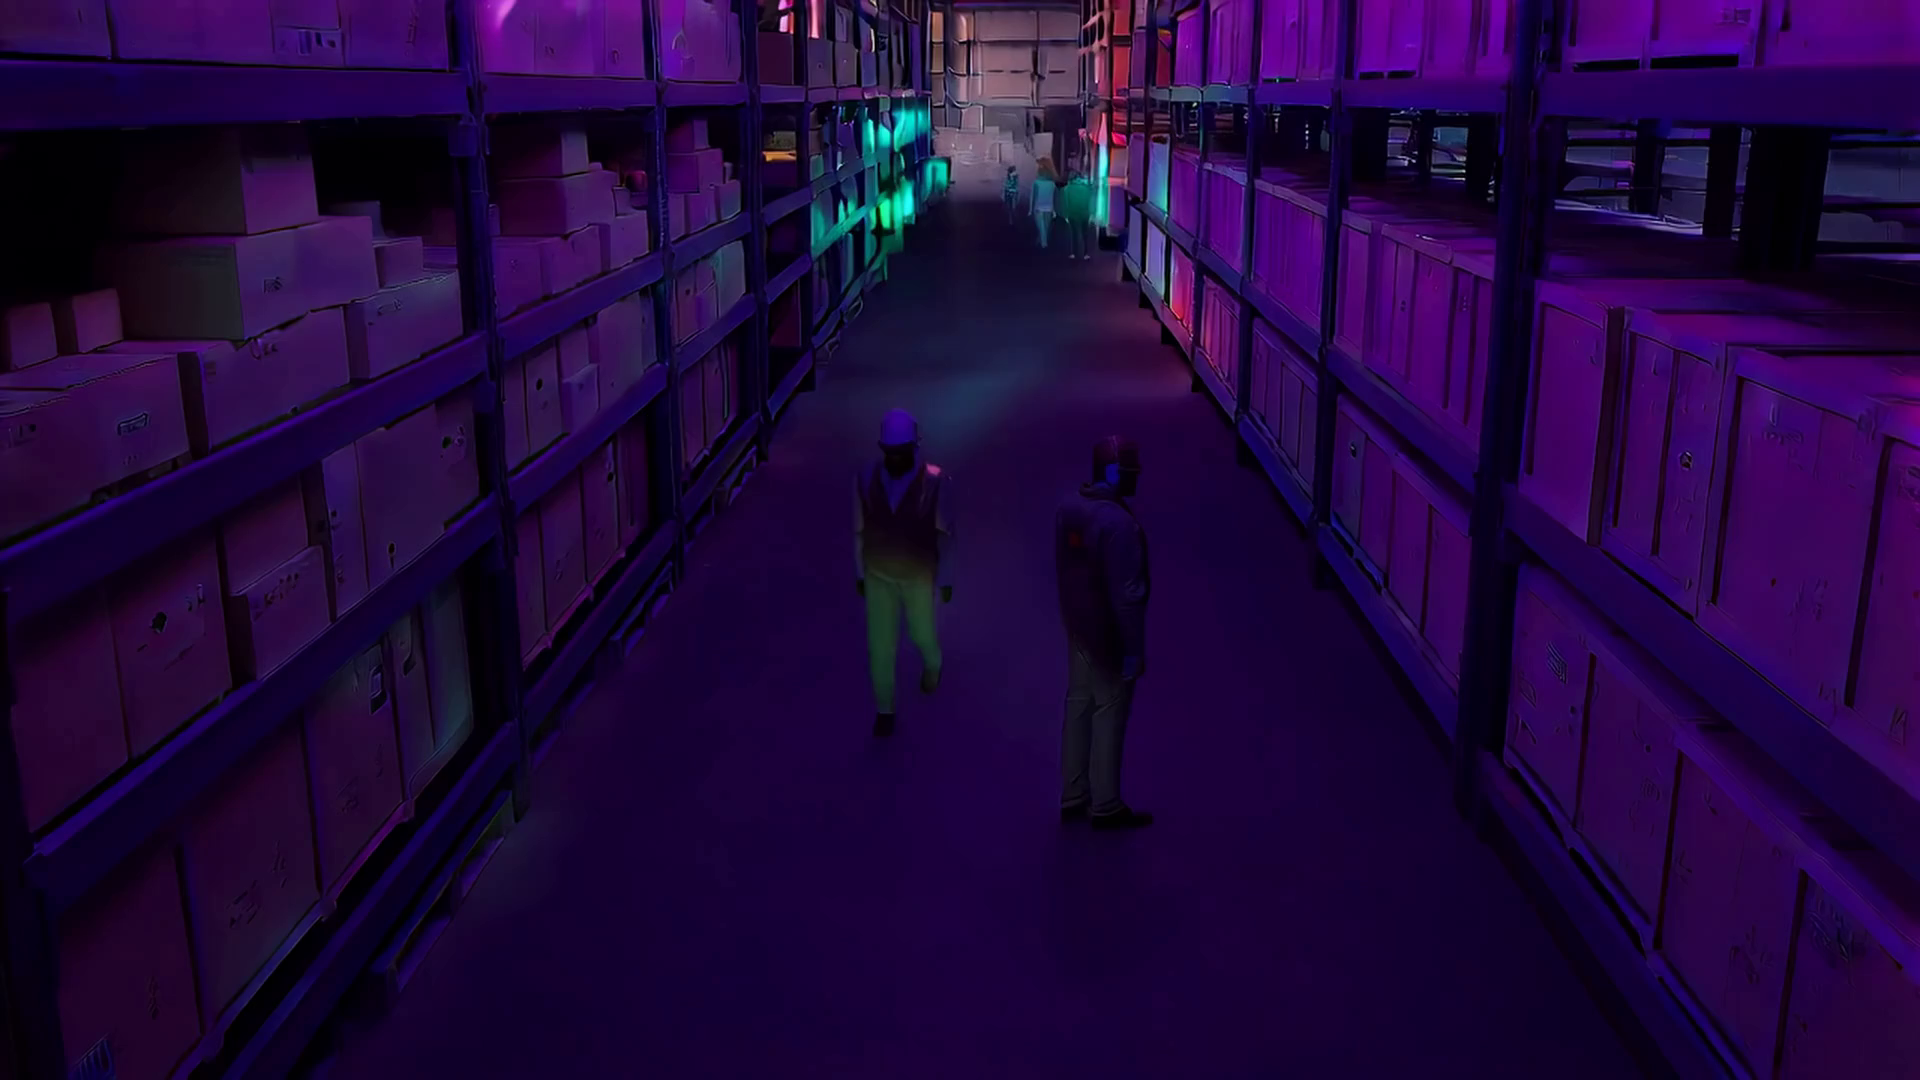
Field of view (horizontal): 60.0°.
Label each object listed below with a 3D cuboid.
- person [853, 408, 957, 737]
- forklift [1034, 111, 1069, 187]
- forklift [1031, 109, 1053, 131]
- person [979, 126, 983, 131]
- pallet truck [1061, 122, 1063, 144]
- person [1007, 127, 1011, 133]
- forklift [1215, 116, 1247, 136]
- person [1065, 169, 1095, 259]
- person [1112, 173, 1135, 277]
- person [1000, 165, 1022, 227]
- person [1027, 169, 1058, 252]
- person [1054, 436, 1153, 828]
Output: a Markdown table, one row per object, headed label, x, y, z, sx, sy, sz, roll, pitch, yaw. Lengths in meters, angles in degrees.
| label | x | y | z | sx | sy | sz | roll | pitch | yaw |
| --- | --- | --- | --- | --- | --- | --- | --- | --- | --- |
| person | -0.300 | 0.134 | 9.333 | 0.599 | 1.810 | 0.779 | 3 | 15 | 13 |
| forklift | 3.585 | -14.538 | 61.884 | 1.873 | 2.768 | 1.129 | 0 | 15 | 2 |
| forklift | 3.409 | -16.577 | 69.470 | 1.129 | 2.768 | 1.873 | 0 | 15 | 2 |
| person | 0.907 | -19.649 | 82.758 | 0.947 | 1.911 | 0.631 | 2 | 15 | 7 |
| pallet truck | 5.788 | -21.111 | 88.014 | 1.885 | 1.965 | 0.823 | 5 | 16 | 18 |
| person | 2.735 | -21.966 | 91.895 | 0.429 | 1.620 | 0.530 | -1 | 15 | -3 |
| forklift | 7.899 | -11.064 | 48.958 | 1.129 | 2.768 | 1.873 | 0 | 15 | 2 |
| person | 2.550 | -6.951 | 35.532 | 0.646 | 1.897 | 0.396 | 6 | 16 | 20 |
| person | 3.201 | -6.041 | 31.968 | 0.468 | 1.975 | 0.634 | 2 | 15 | 7 |
| person | 1.355 | -9.118 | 44.100 | 0.534 | 1.625 | 0.370 | 6 | 16 | 21 |
| person | 1.822 | -7.392 | 37.315 | 0.648 | 1.804 | 0.861 | -7 | 16 | -23 |
| person | 0.715 | 0.437 | 8.018 | 0.402 | 1.904 | 0.652 | -7 | 17 | -25 |
